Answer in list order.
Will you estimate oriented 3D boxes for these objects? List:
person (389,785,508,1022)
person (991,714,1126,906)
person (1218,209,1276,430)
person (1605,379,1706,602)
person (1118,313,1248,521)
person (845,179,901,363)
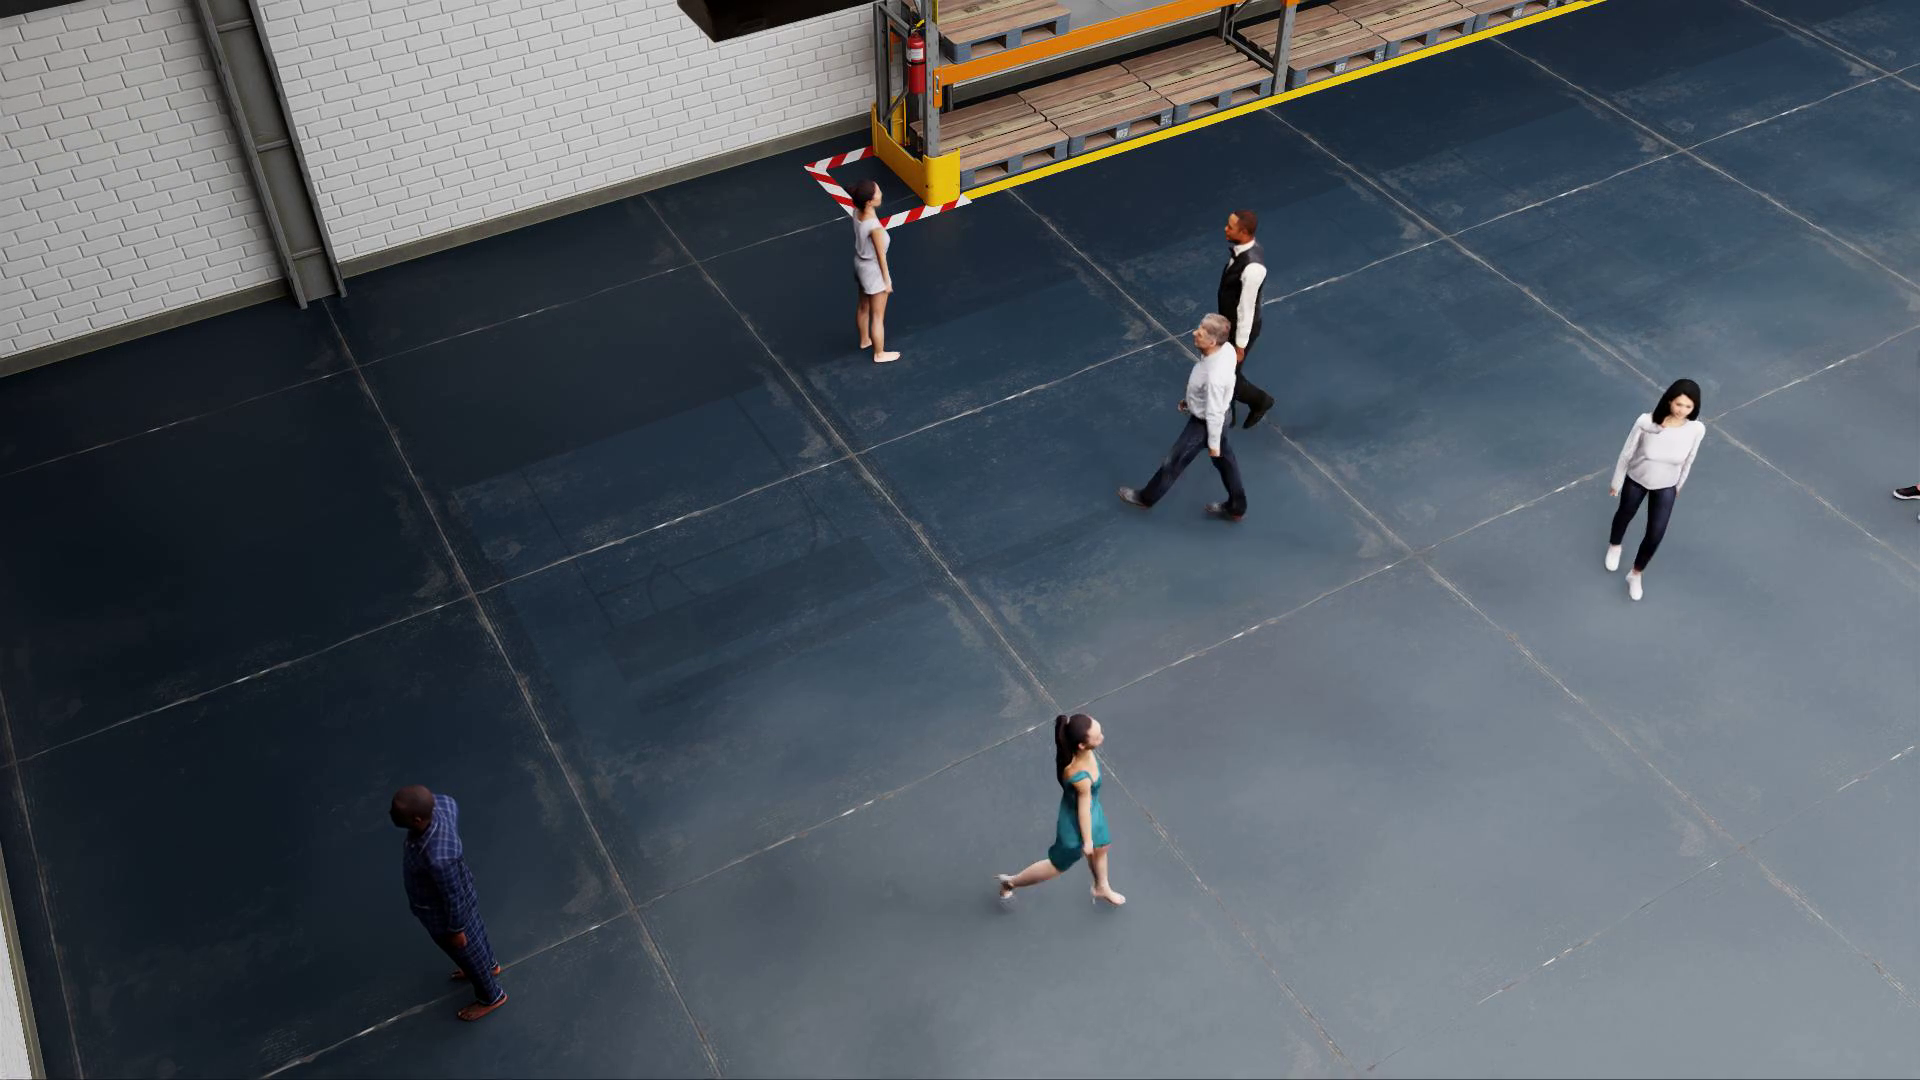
[{"bbox_3d":[-2.697,1.887,8.765,0.673,1.824,0.723,-13,45,-14],"label":"person"},{"bbox_3d":[0.577,1.555,9.232,1.090,1.659,0.894,0,44,1],"label":"person"},{"bbox_3d":[2.156,-1.593,12.361,0.993,1.902,0.918,0,44,0],"label":"person"},{"bbox_3d":[4.695,-0.451,11.321,0.856,1.684,0.920,13,45,13],"label":"person"},{"bbox_3d":[1.822,-0.806,11.636,1.203,1.764,1.163,12,45,12],"label":"person"},{"bbox_3d":[-0.705,-2.134,13.145,0.547,1.605,0.558,-23,48,-22],"label":"person"}]
